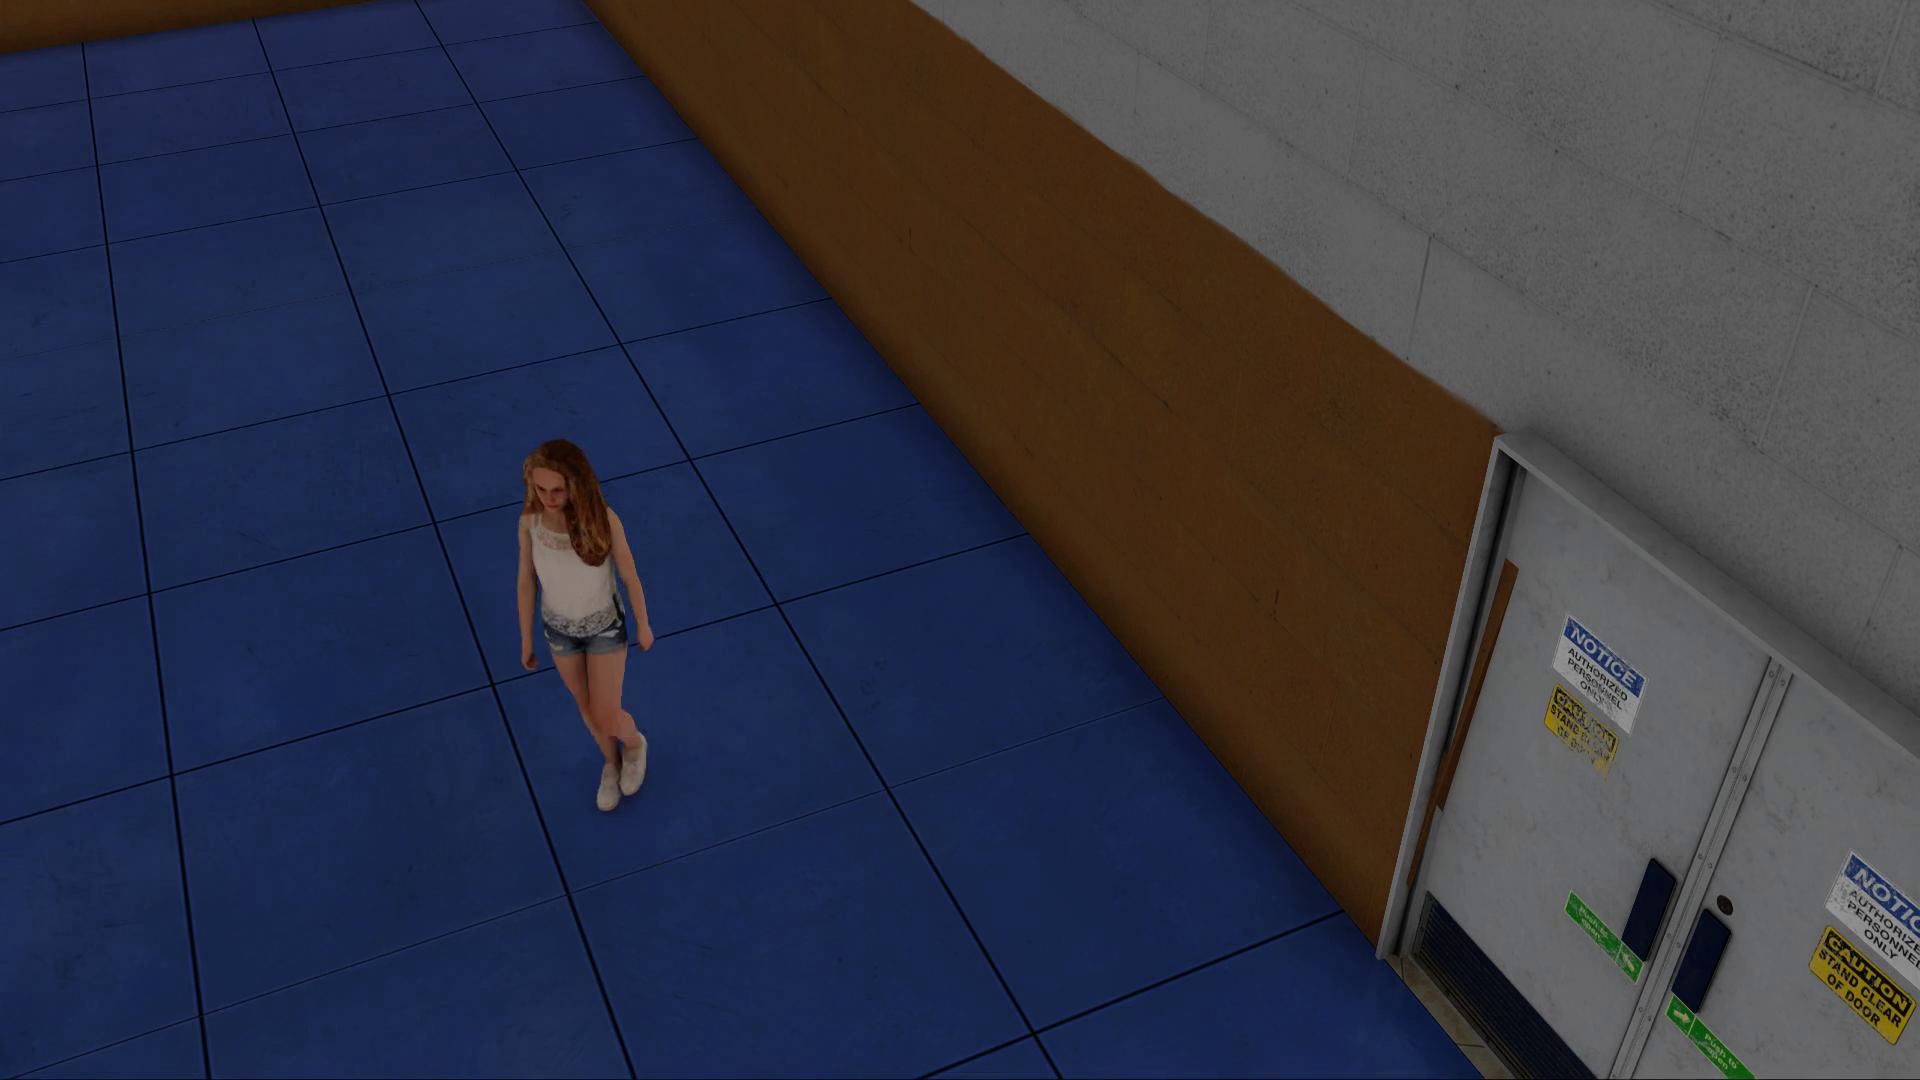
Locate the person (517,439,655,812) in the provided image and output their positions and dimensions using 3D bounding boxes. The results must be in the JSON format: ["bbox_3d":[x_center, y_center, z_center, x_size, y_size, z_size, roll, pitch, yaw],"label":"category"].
[{"bbox_3d":[-1.389,0.292,6.377,0.727,1.747,0.796,8,38,10],"label":"person"}]
